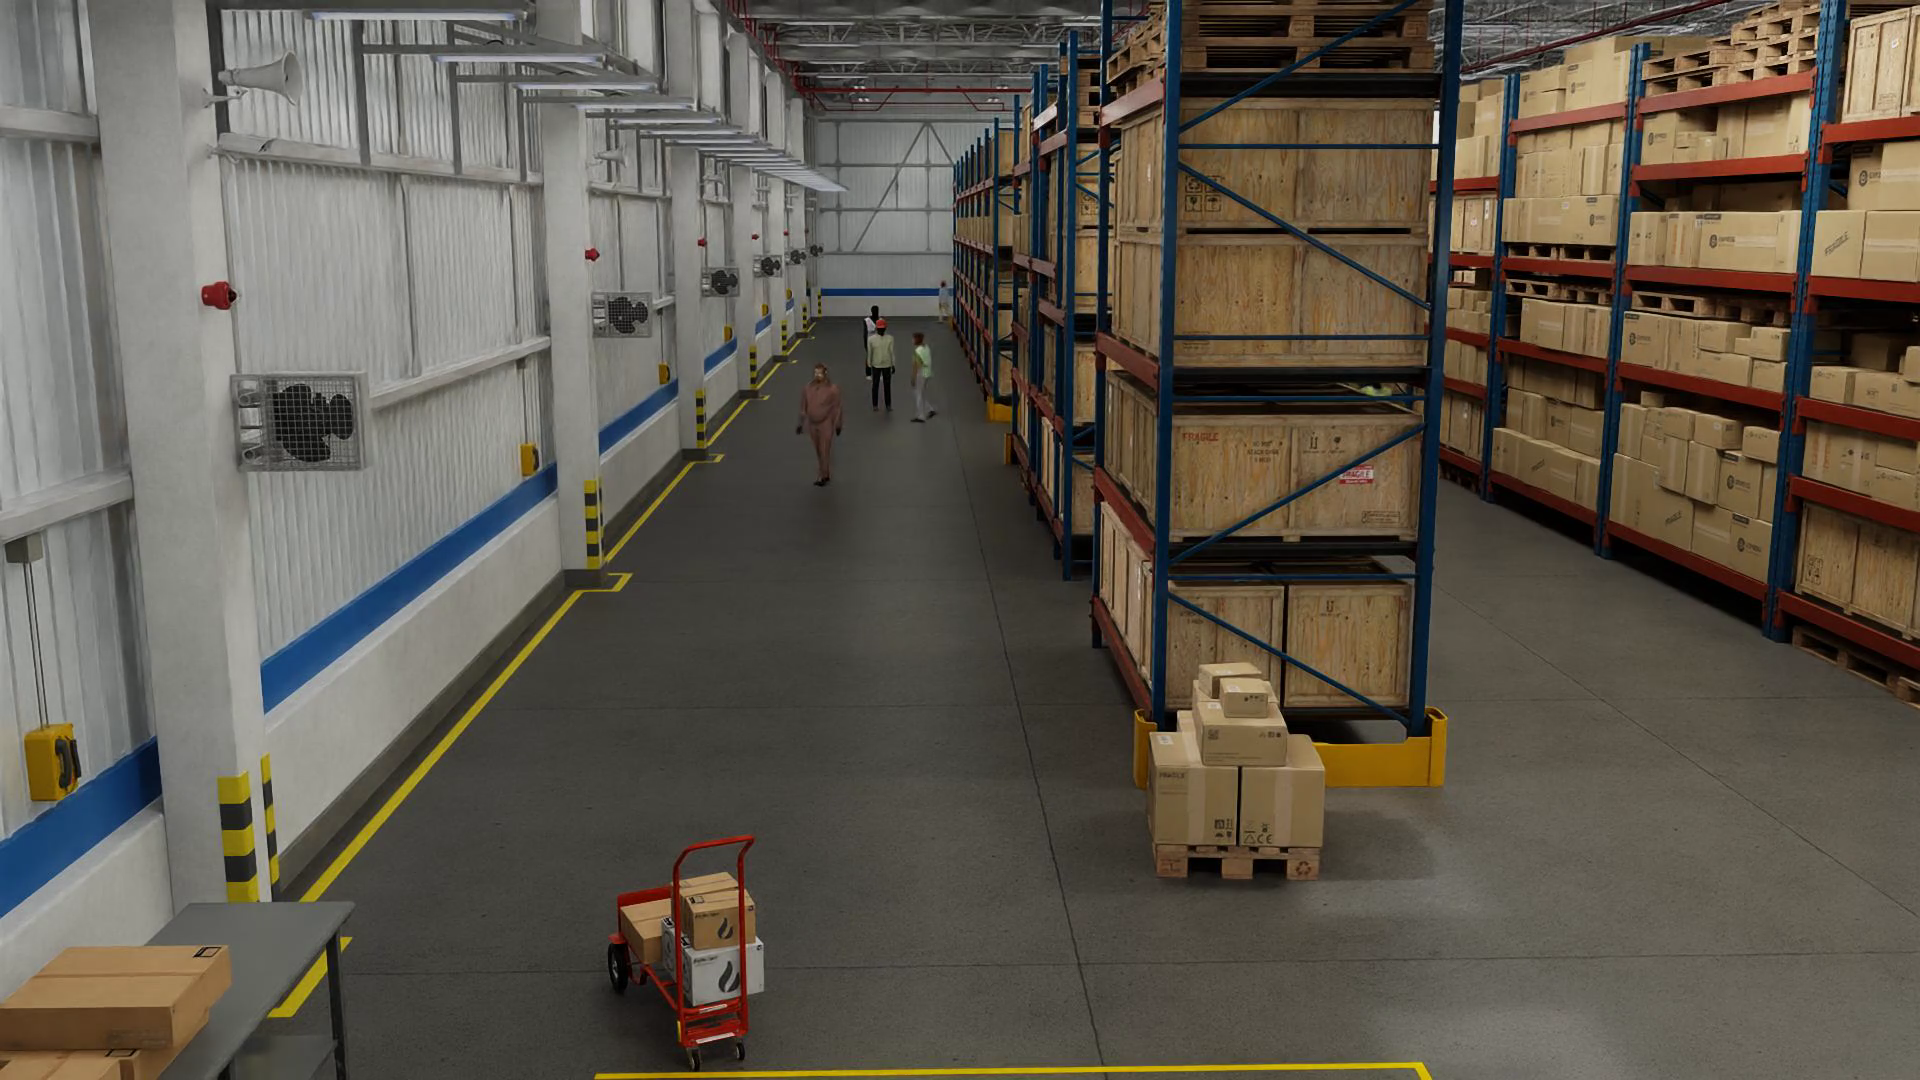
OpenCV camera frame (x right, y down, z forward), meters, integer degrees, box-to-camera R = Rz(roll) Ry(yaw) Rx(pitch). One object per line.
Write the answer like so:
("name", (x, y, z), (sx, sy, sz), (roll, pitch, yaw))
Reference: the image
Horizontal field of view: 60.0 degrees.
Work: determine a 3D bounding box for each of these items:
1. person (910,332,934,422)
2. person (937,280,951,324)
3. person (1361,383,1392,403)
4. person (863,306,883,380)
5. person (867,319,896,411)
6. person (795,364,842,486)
("person", (-0.790, -3.292, 33.691), (0.428, 1.831, 0.603), (5, 12, 23))
("person", (-0.607, -9.429, 65.928), (0.585, 1.750, 0.500), (-10, 15, -42))
("person", (6.784, -1.963, 27.177), (0.546, 1.675, 0.404), (0, 11, 2))
("person", (-2.211, -5.078, 42.813), (0.589, 1.910, 0.394), (-6, 12, -29))
("person", (-1.680, -3.752, 35.711), (0.618, 1.986, 0.407), (-3, 11, -16))
("person", (-2.214, -1.773, 25.687), (0.664, 1.869, 0.886), (5, 12, 24))
